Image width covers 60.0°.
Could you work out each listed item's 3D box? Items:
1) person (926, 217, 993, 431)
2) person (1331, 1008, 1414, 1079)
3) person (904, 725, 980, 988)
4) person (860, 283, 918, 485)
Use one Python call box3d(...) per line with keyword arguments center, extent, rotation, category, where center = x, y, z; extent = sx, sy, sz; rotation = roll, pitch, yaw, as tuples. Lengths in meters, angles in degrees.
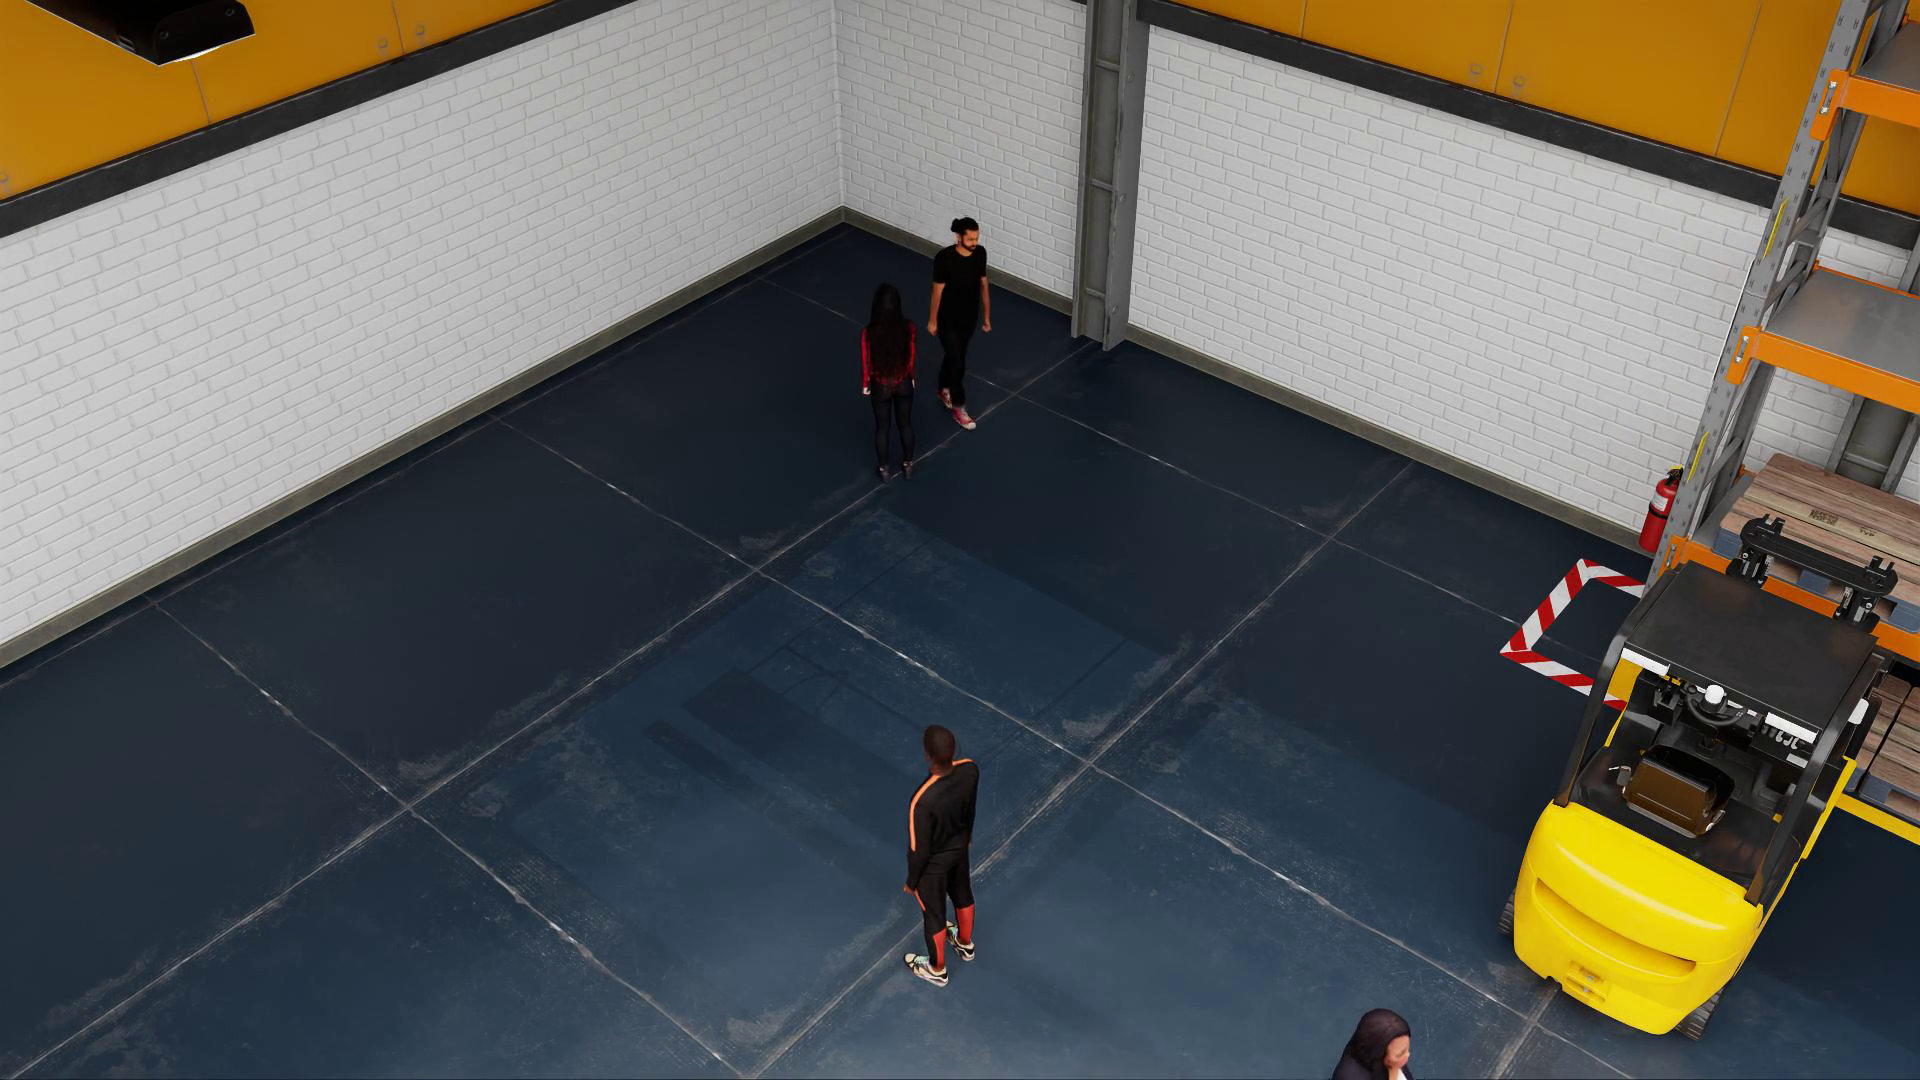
box3d(center=(-0.071, -1.803, 13.193), extent=(0.778, 1.732, 0.954), rotation=(-23, 44, -26), category="person")
box3d(center=(1.746, 2.687, 7.671), extent=(0.837, 1.606, 0.738), rotation=(19, 42, 22), category="person")
box3d(center=(-0.095, 1.658, 8.797), extent=(0.533, 1.809, 0.637), rotation=(31, 48, 33), category="person")
box3d(center=(-0.506, -1.152, 12.442), extent=(0.659, 1.651, 0.671), rotation=(-12, 40, -15), category="person")
